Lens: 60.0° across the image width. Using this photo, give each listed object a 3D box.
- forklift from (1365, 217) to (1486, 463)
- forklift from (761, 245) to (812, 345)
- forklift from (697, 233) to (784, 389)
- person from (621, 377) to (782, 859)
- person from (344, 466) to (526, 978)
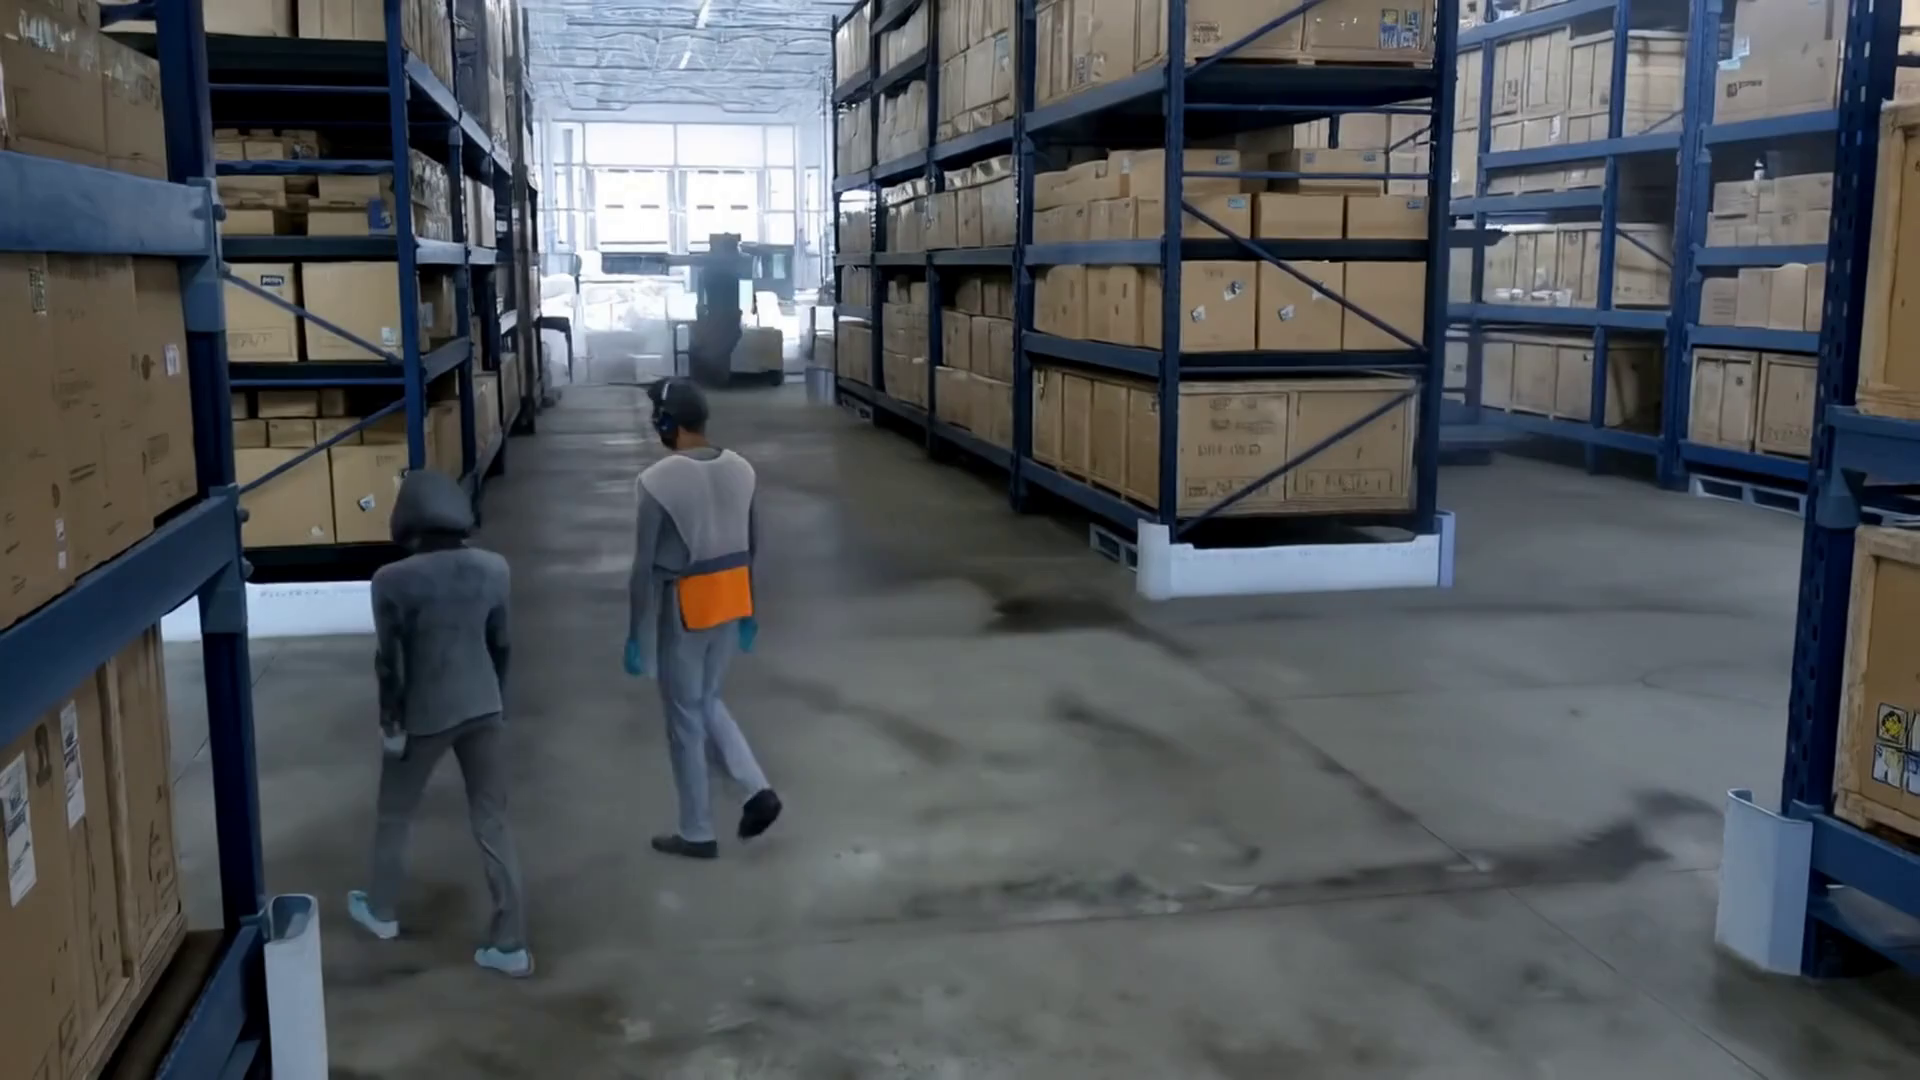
[{"bbox_3d":[4.856,-2.286,18.759,1.873,2.768,1.129,-2,10,-12],"label":"forklift"},{"bbox_3d":[-5.040,-6.785,46.180,1.129,2.768,1.873,5,11,29],"label":"forklift"},{"bbox_3d":[-4.276,-4.206,30.461,1.873,2.768,1.129,-4,10,-25],"label":"forklift"},{"bbox_3d":[-0.970,0.306,6.179,0.458,1.820,0.560,6,11,31],"label":"person"},{"bbox_3d":[-1.674,0.562,5.295,0.807,1.596,0.514,9,13,43],"label":"person"}]
